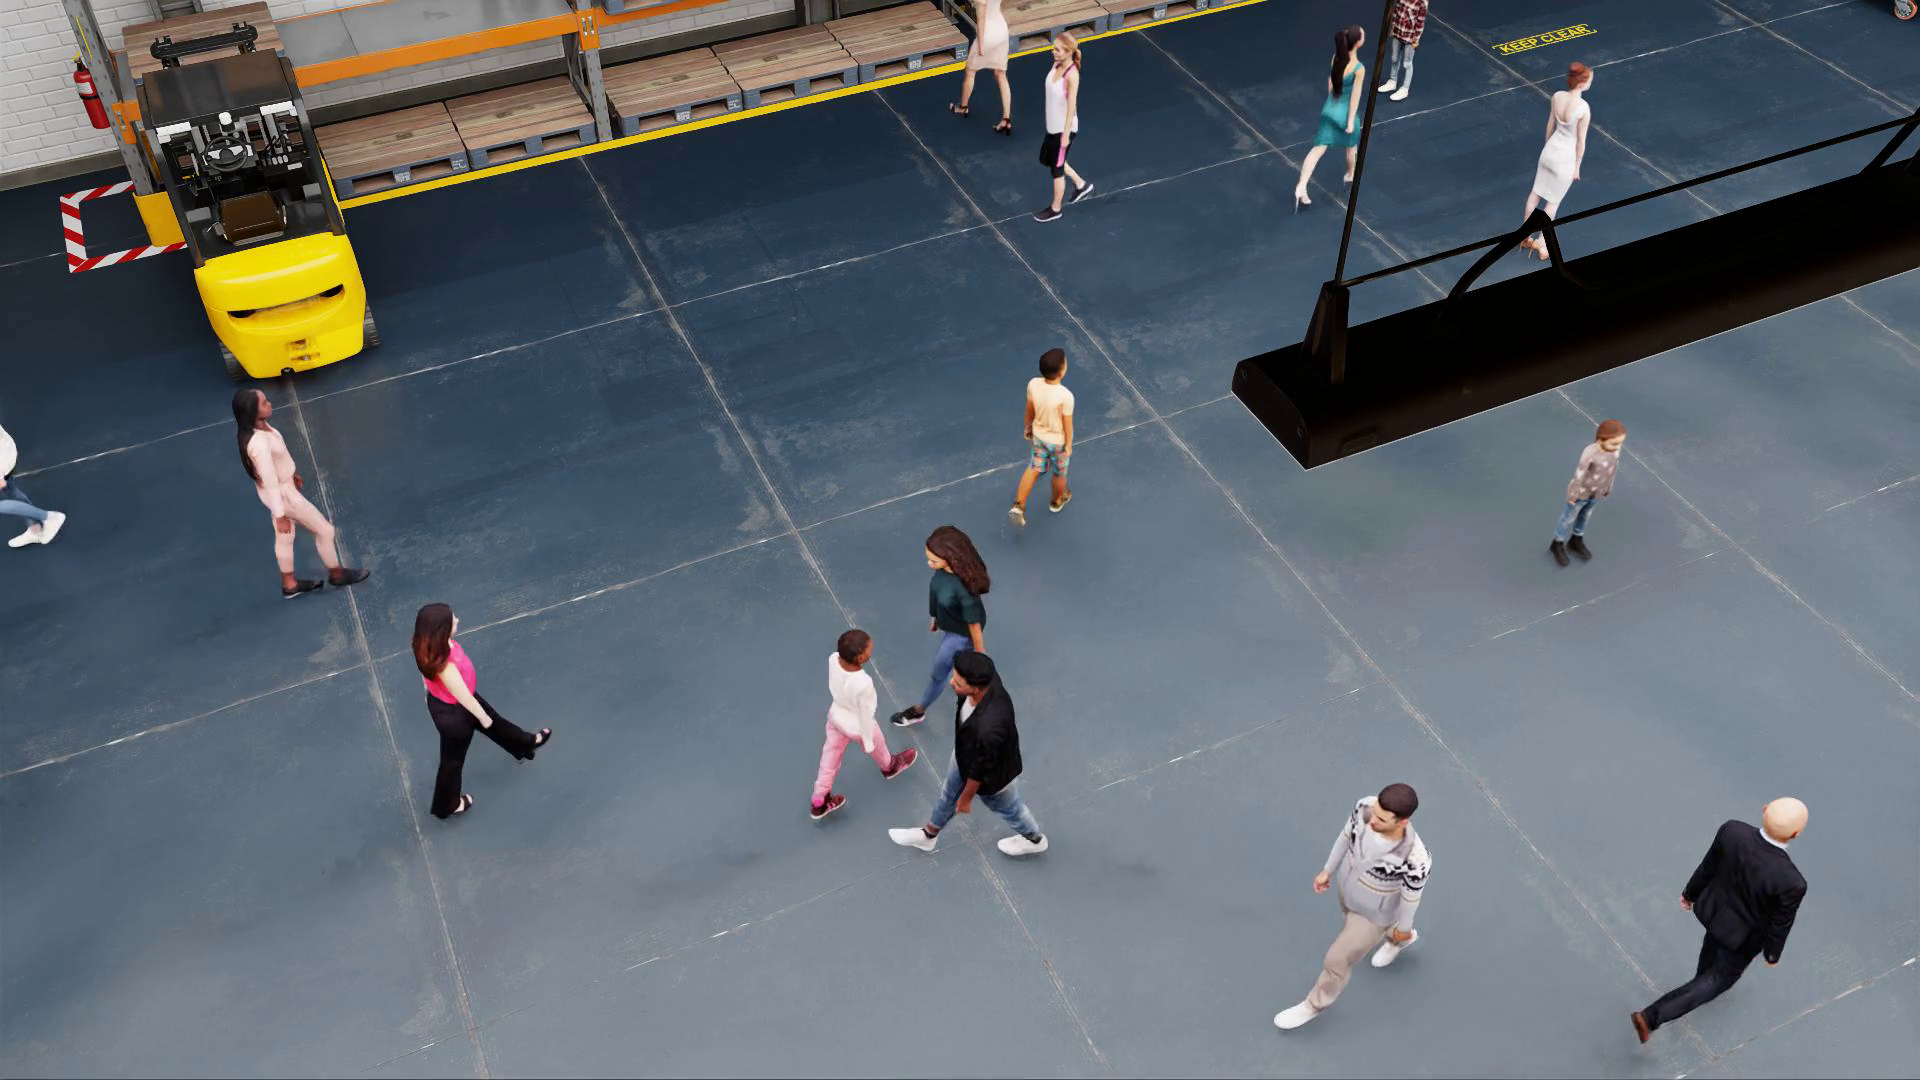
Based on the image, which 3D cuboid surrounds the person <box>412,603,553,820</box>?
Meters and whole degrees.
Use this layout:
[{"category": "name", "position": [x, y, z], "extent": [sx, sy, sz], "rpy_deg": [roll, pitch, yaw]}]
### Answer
[{"category": "person", "position": [-2.973, 1.028, 9.581], "extent": [1.111, 1.617, 0.698], "rpy_deg": [-26, 49, -25]}]

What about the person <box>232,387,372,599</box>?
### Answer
[{"category": "person", "position": [-4.513, -0.255, 10.866], "extent": [0.800, 1.703, 0.664], "rpy_deg": [-20, 47, -20]}]

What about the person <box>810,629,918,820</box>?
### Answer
[{"category": "person", "position": [-0.678, 1.083, 9.668], "extent": [0.783, 1.417, 1.078], "rpy_deg": [34, 53, 30]}]

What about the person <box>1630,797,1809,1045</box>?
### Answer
[{"category": "person", "position": [3.889, 1.967, 8.477], "extent": [1.092, 1.781, 0.707], "rpy_deg": [-18, 46, -18]}]

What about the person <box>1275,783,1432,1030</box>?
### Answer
[{"category": "person", "position": [2.182, 1.804, 8.604], "extent": [1.181, 1.841, 0.727], "rpy_deg": [-14, 45, -15]}]

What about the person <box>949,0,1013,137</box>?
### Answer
[{"category": "person", "position": [0.352, -4.566, 15.318], "extent": [0.960, 1.804, 0.831], "rpy_deg": [-34, 53, -30]}]

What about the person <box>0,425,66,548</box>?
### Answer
[{"category": "person", "position": [-6.486, -0.585, 11.268], "extent": [0.634, 1.627, 0.623], "rpy_deg": [-19, 47, -19]}]

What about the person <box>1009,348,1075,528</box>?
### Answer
[{"category": "person", "position": [0.591, -0.683, 11.502], "extent": [0.797, 1.445, 0.943], "rpy_deg": [24, 49, 23]}]

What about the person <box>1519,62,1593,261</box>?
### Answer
[{"category": "person", "position": [4.965, -3.153, 13.842], "extent": [0.476, 1.793, 0.573], "rpy_deg": [-20, 47, -20]}]

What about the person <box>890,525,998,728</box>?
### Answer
[{"category": "person", "position": [0.089, 0.516, 10.147], "extent": [1.037, 1.578, 0.691], "rpy_deg": [-13, 45, -13]}]

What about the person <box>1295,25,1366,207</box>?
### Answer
[{"category": "person", "position": [3.234, -3.650, 14.475], "extent": [1.092, 1.639, 0.724], "rpy_deg": [-27, 50, -26]}]

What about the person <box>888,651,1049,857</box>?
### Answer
[{"category": "person", "position": [0.241, 1.241, 9.255], "extent": [1.257, 1.757, 0.944], "rpy_deg": [-4, 44, -4]}]

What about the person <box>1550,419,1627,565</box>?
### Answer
[{"category": "person", "position": [4.284, -0.361, 11.346], "extent": [0.436, 1.193, 0.560], "rpy_deg": [-12, 45, -13]}]

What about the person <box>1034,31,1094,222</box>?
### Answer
[{"category": "person", "position": [0.944, -3.550, 14.269], "extent": [0.816, 1.780, 0.694], "rpy_deg": [-12, 45, -12]}]

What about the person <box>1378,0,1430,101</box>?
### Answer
[{"category": "person", "position": [4.313, -4.895, 16.025], "extent": [0.568, 1.305, 0.564], "rpy_deg": [-28, 50, -26]}]
